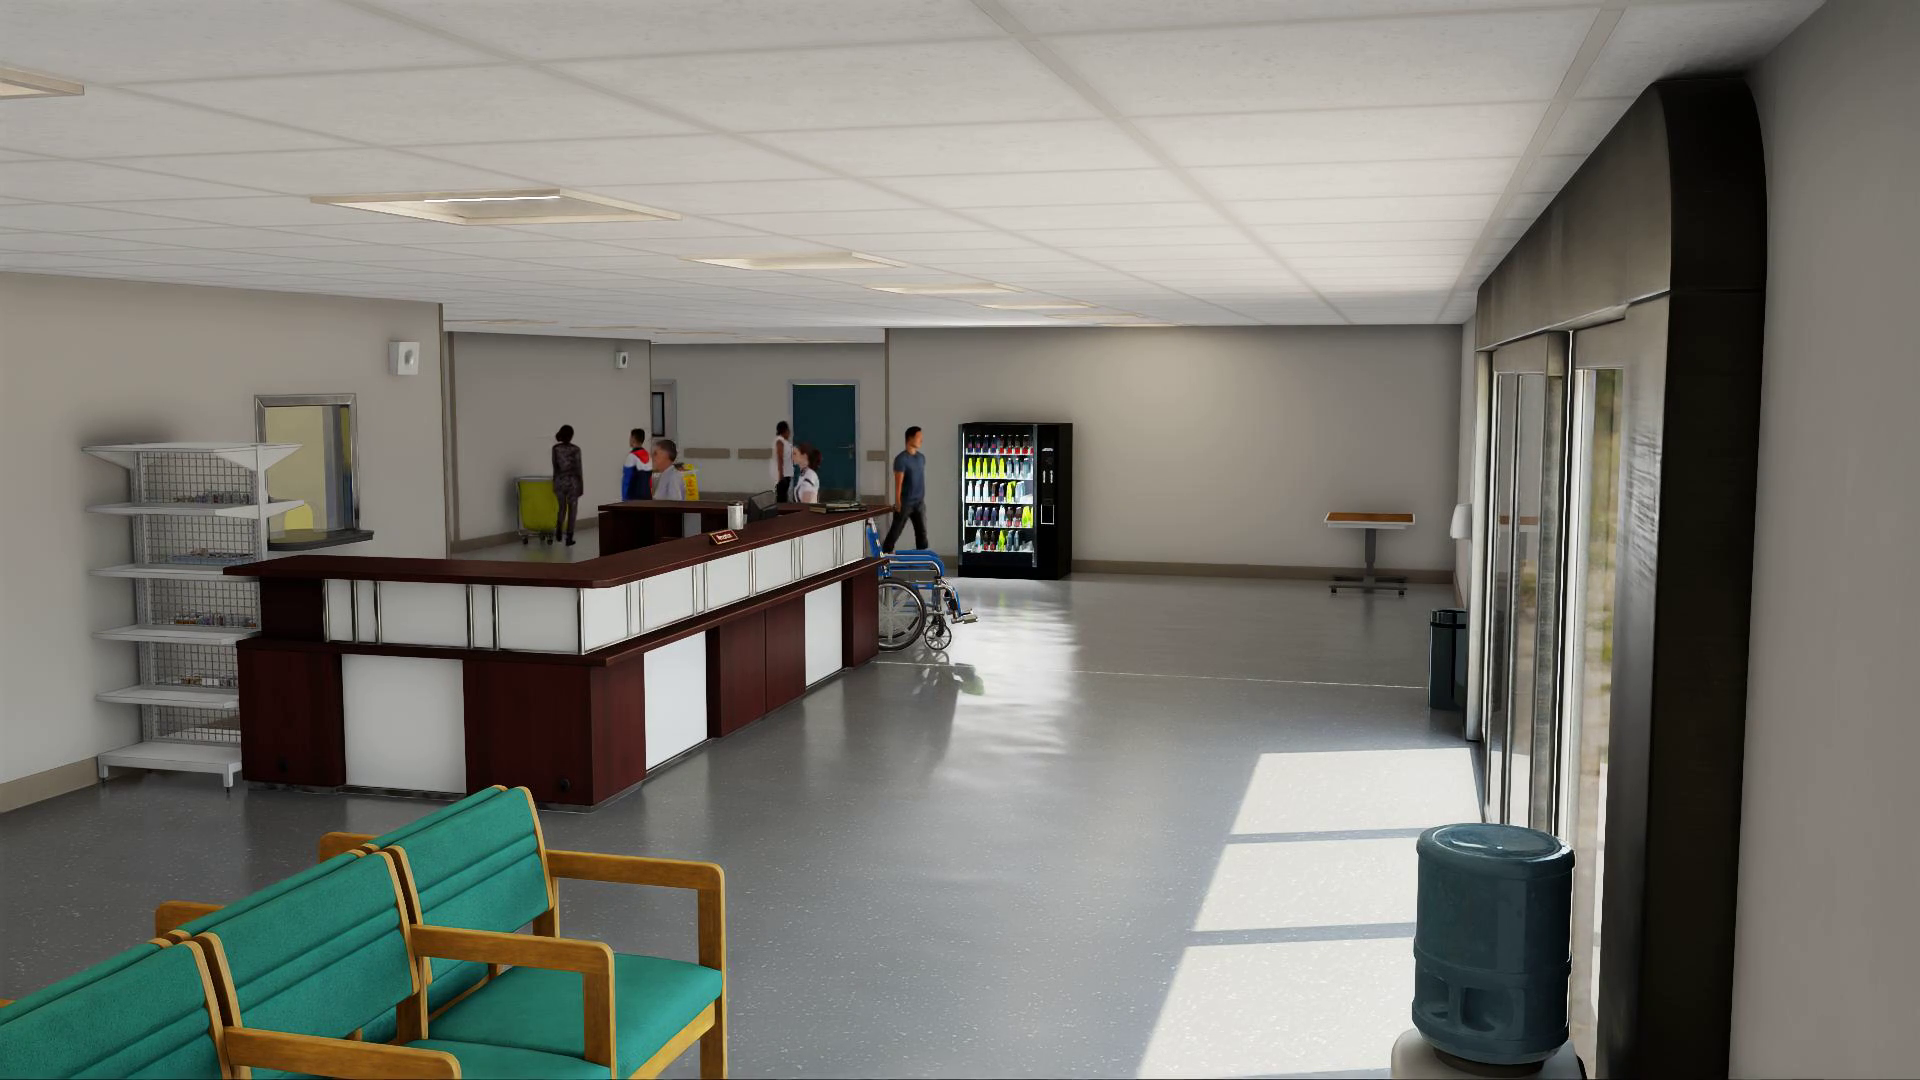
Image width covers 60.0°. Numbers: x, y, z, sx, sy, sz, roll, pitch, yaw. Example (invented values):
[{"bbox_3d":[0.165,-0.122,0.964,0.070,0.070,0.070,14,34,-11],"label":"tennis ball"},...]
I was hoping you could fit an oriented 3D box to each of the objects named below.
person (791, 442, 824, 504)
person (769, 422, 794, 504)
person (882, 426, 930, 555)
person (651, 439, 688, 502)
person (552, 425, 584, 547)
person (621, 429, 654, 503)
[{"bbox_3d":[-1.423,-0.094,16.676,1.082,1.716,0.917,-2,6,-19],"label":"person"},{"bbox_3d":[-2.802,-1.035,26.270,0.725,1.667,0.794,2,6,15],"label":"person"},{"bbox_3d":[-0.685,-0.428,19.806,1.315,1.753,1.084,6,8,44],"label":"person"},{"bbox_3d":[-2.658,-0.045,15.848,1.204,1.783,1.002,-1,6,-13],"label":"person"},{"bbox_3d":[-5.526,-0.748,23.233,0.688,1.704,0.683,1,6,8],"label":"person"},{"bbox_3d":[-3.868,-0.461,20.221,1.027,1.736,0.742,3,6,25],"label":"person"}]
